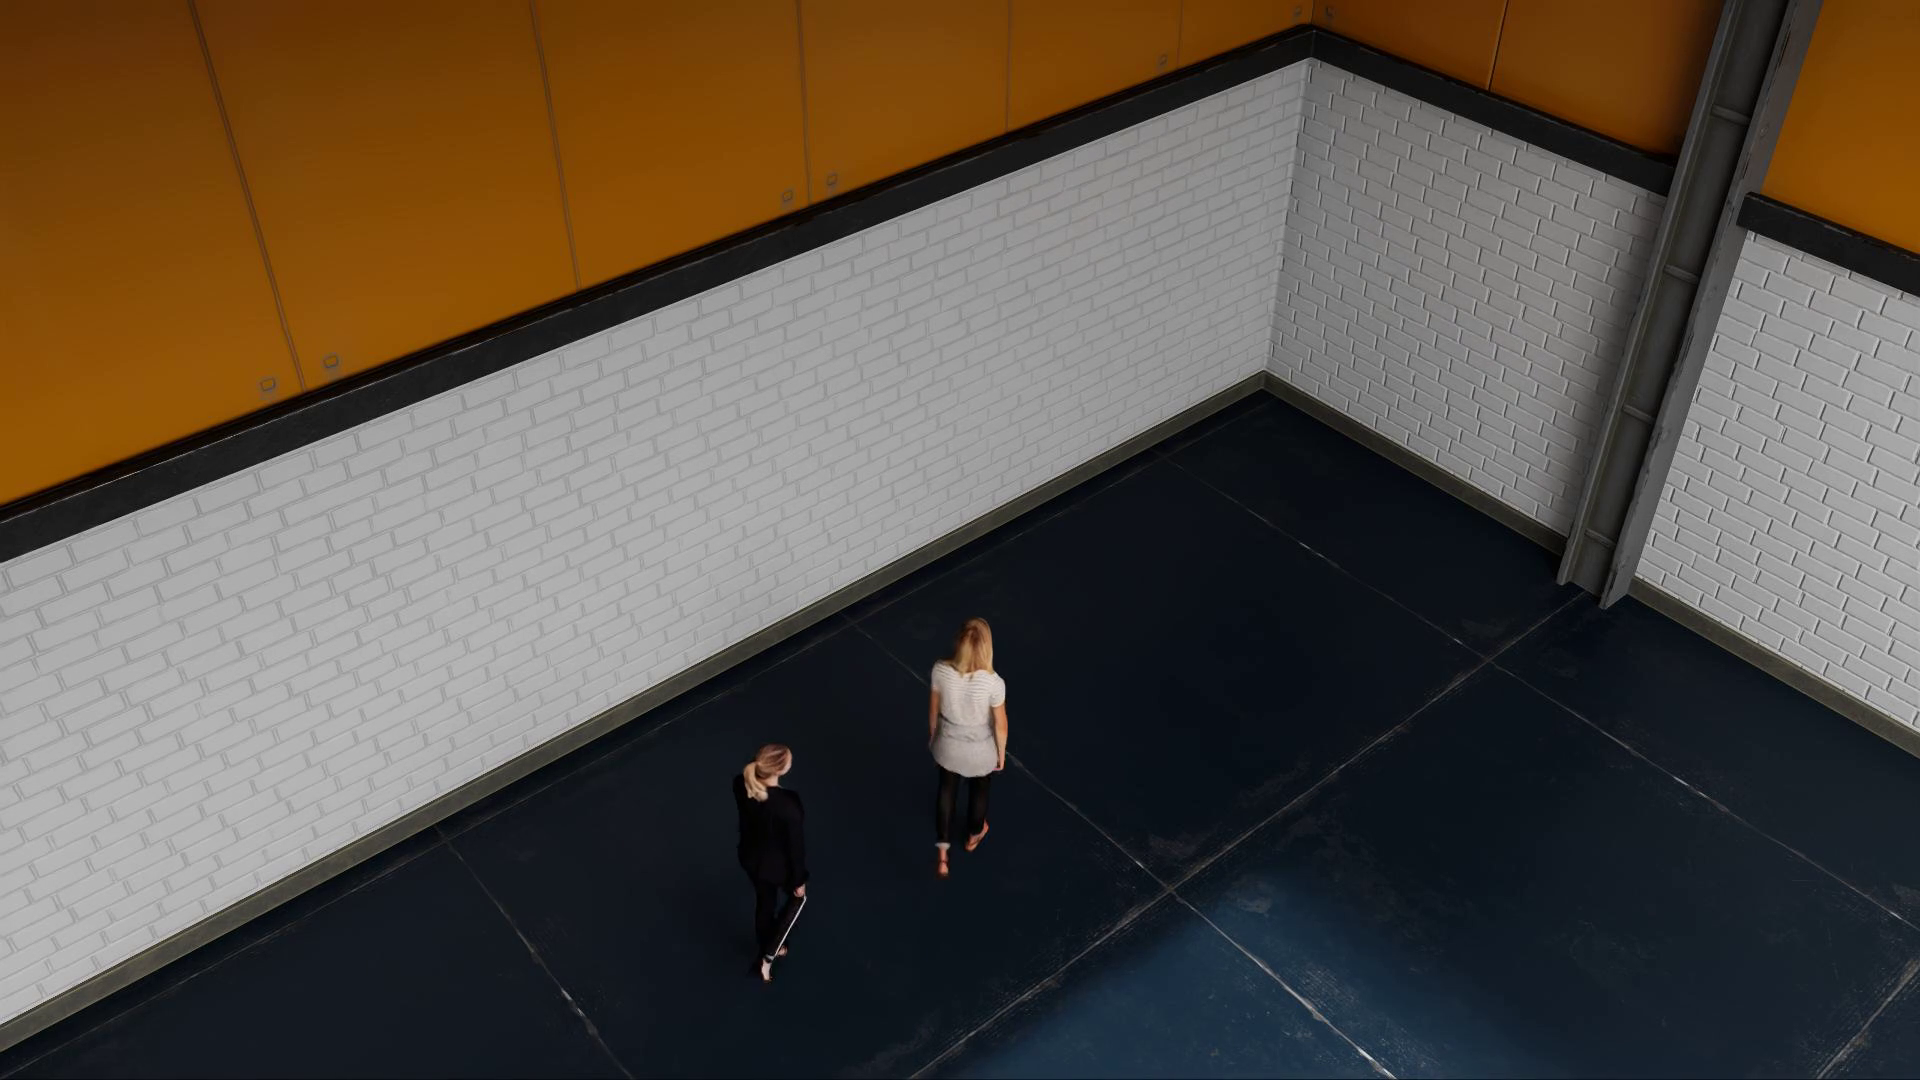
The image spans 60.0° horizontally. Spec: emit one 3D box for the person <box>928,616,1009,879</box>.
[{"bbox_3d":[0.013,1.185,9.060,0.965,1.816,0.977,9,39,11],"label":"person"}]

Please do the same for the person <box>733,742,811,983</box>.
[{"bbox_3d":[-1.005,1.710,8.502,0.743,1.693,0.825,17,42,20],"label":"person"}]
